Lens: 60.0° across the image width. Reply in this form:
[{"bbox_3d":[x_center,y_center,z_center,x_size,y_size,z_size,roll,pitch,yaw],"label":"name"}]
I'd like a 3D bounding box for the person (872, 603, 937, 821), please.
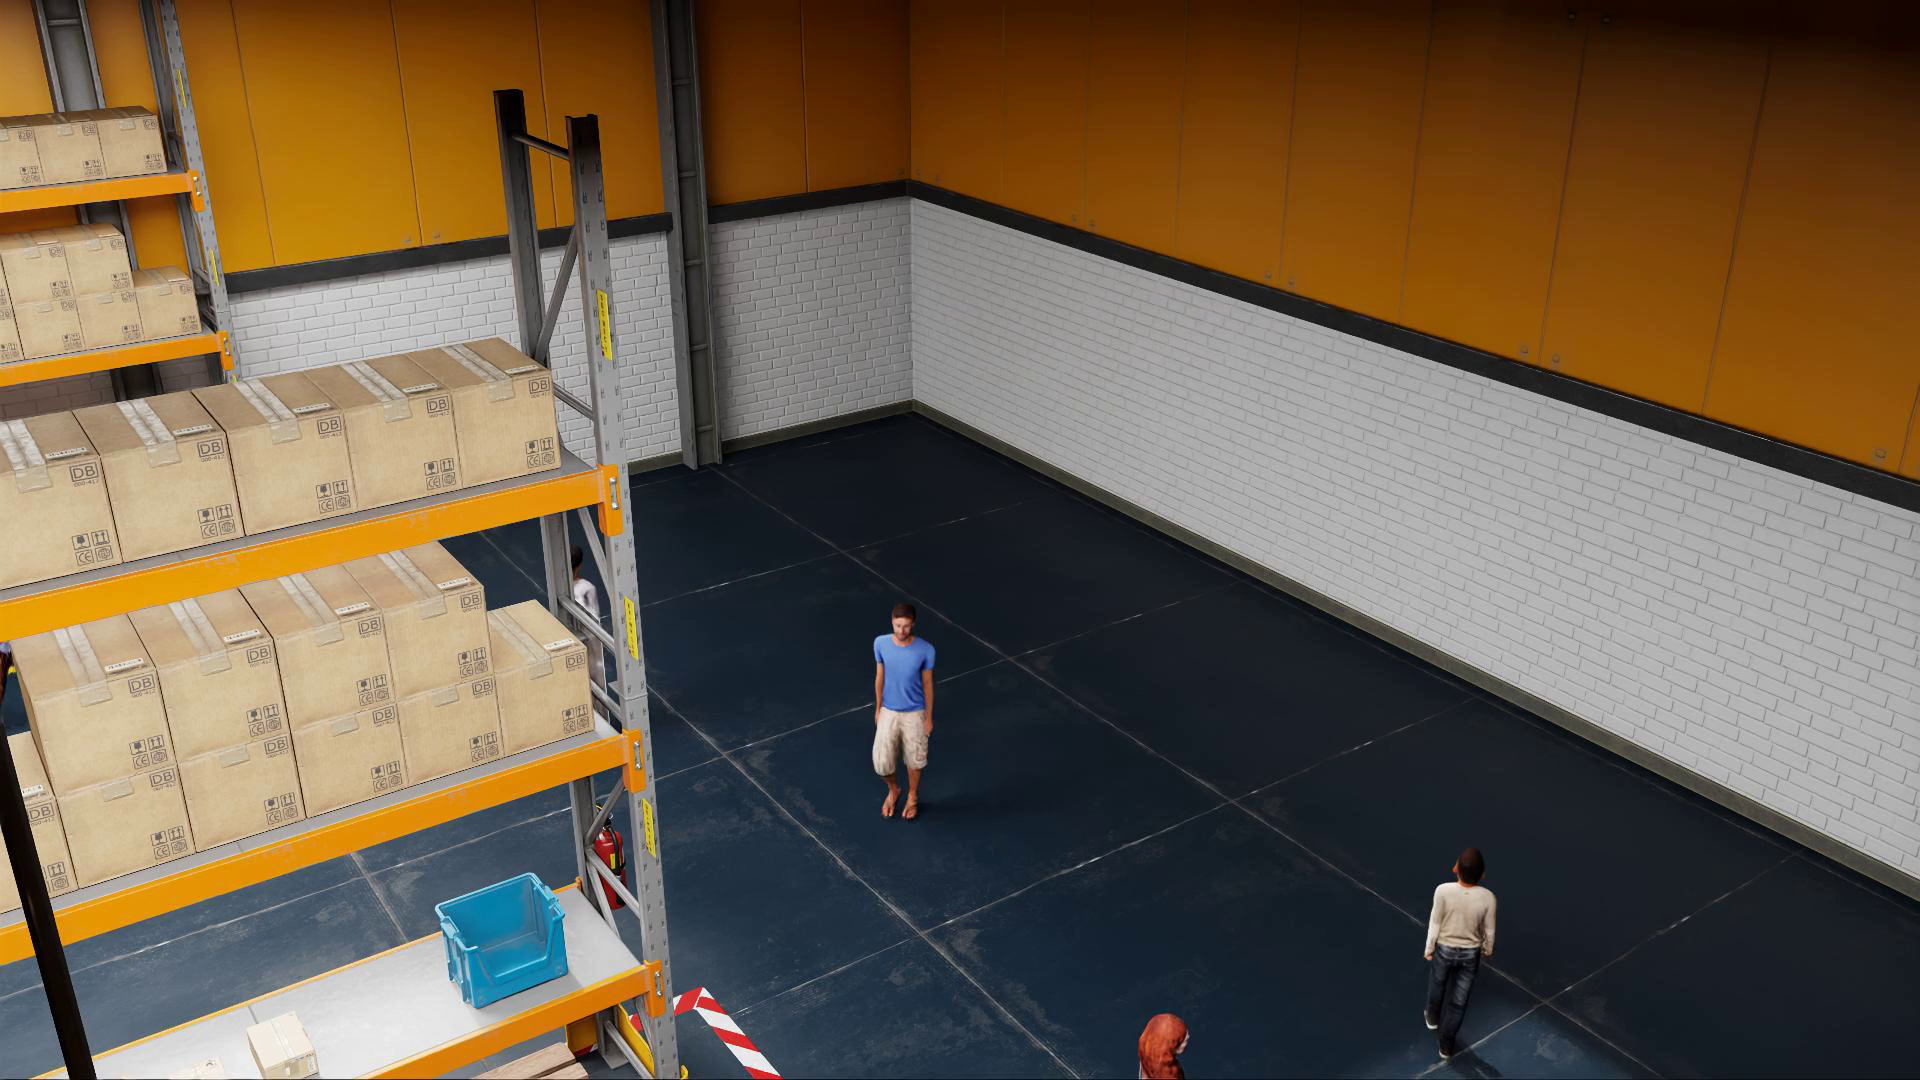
[{"bbox_3d":[-0.422,1.277,12.881,0.804,1.851,0.864,4,24,9],"label":"person"}]

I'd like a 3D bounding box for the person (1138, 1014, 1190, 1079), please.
[{"bbox_3d":[1.050,3.182,8.611,0.562,1.780,0.612,-10,26,-22],"label":"person"}]

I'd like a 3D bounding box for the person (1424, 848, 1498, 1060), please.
[{"bbox_3d":[3.088,2.606,10.343,0.764,1.449,0.840,7,25,17],"label":"person"}]
